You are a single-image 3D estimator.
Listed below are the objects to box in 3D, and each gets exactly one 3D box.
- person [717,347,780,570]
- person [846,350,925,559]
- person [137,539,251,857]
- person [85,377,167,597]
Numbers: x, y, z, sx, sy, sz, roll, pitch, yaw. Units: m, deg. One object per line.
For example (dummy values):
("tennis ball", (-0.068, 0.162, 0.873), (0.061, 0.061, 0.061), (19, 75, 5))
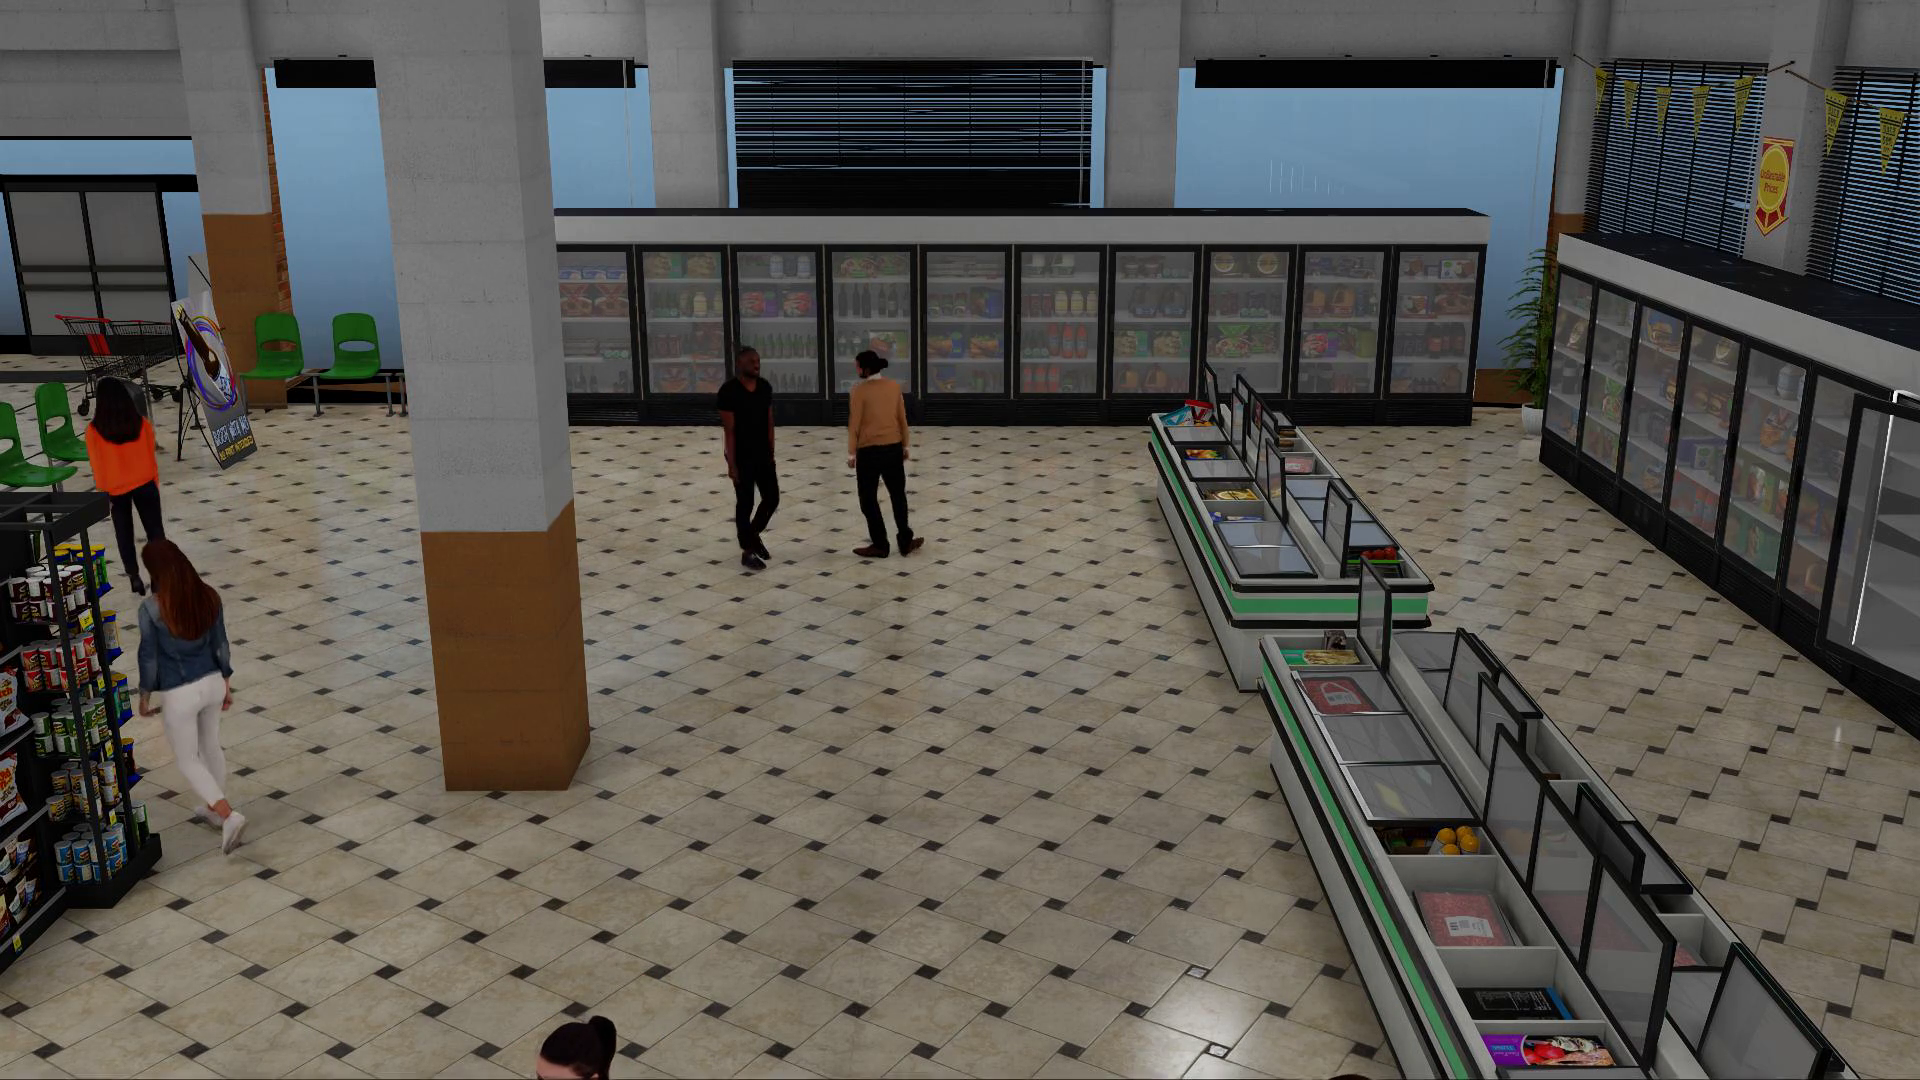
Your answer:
("person", (-1.753, -0.666, 13.375), (0.814, 1.809, 0.862), (-13, 21, -37))
("person", (-0.628, -0.700, 13.627), (0.898, 1.727, 0.845), (-7, 18, -22))
("person", (-3.963, 0.832, 8.674), (0.984, 1.674, 1.019), (11, 20, 33))
("person", (-6.201, -0.351, 12.479), (0.941, 1.727, 1.098), (-11, 20, -32))
